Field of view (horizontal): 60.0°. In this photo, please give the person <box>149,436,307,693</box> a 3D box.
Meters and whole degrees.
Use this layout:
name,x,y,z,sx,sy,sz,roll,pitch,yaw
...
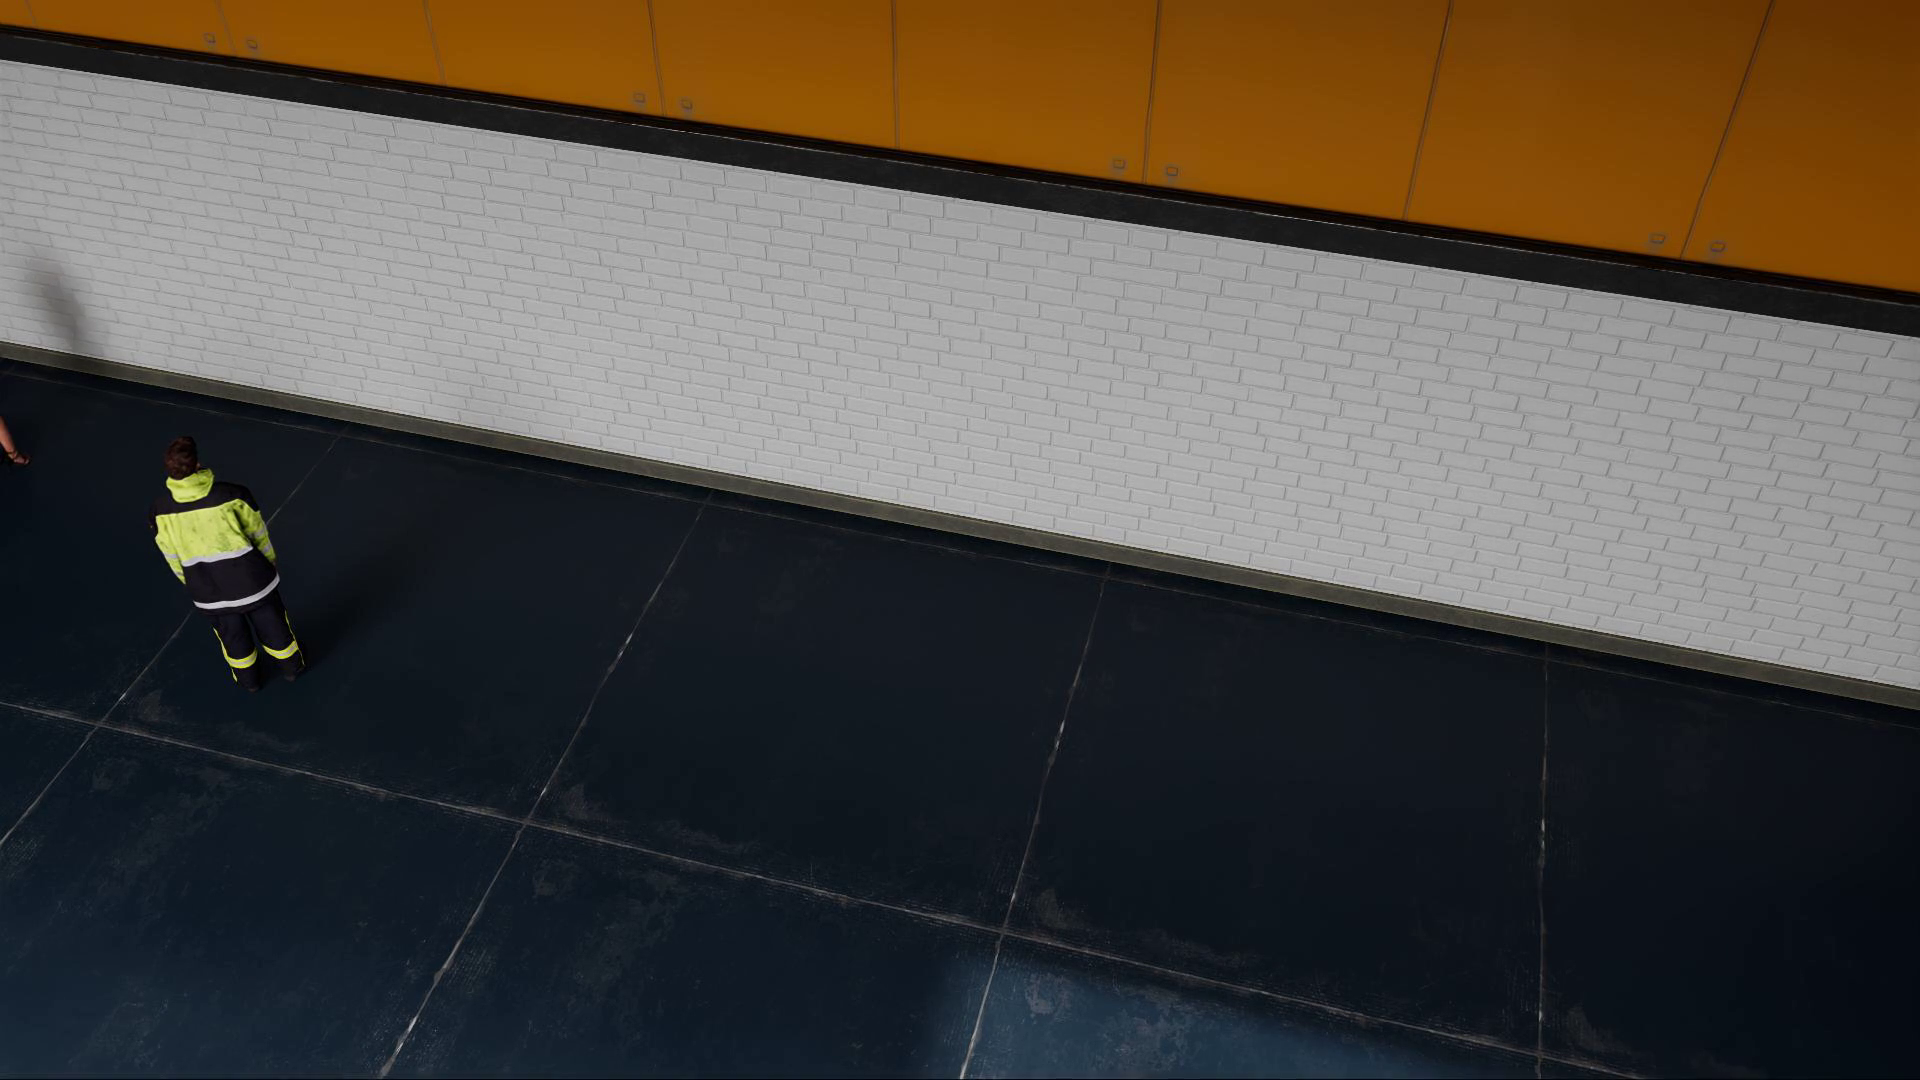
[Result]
name,x,y,z,sx,sy,sz,roll,pitch,yaw
person,-4.568,0.163,10.346,0.871,1.983,0.885,-15,46,-15
